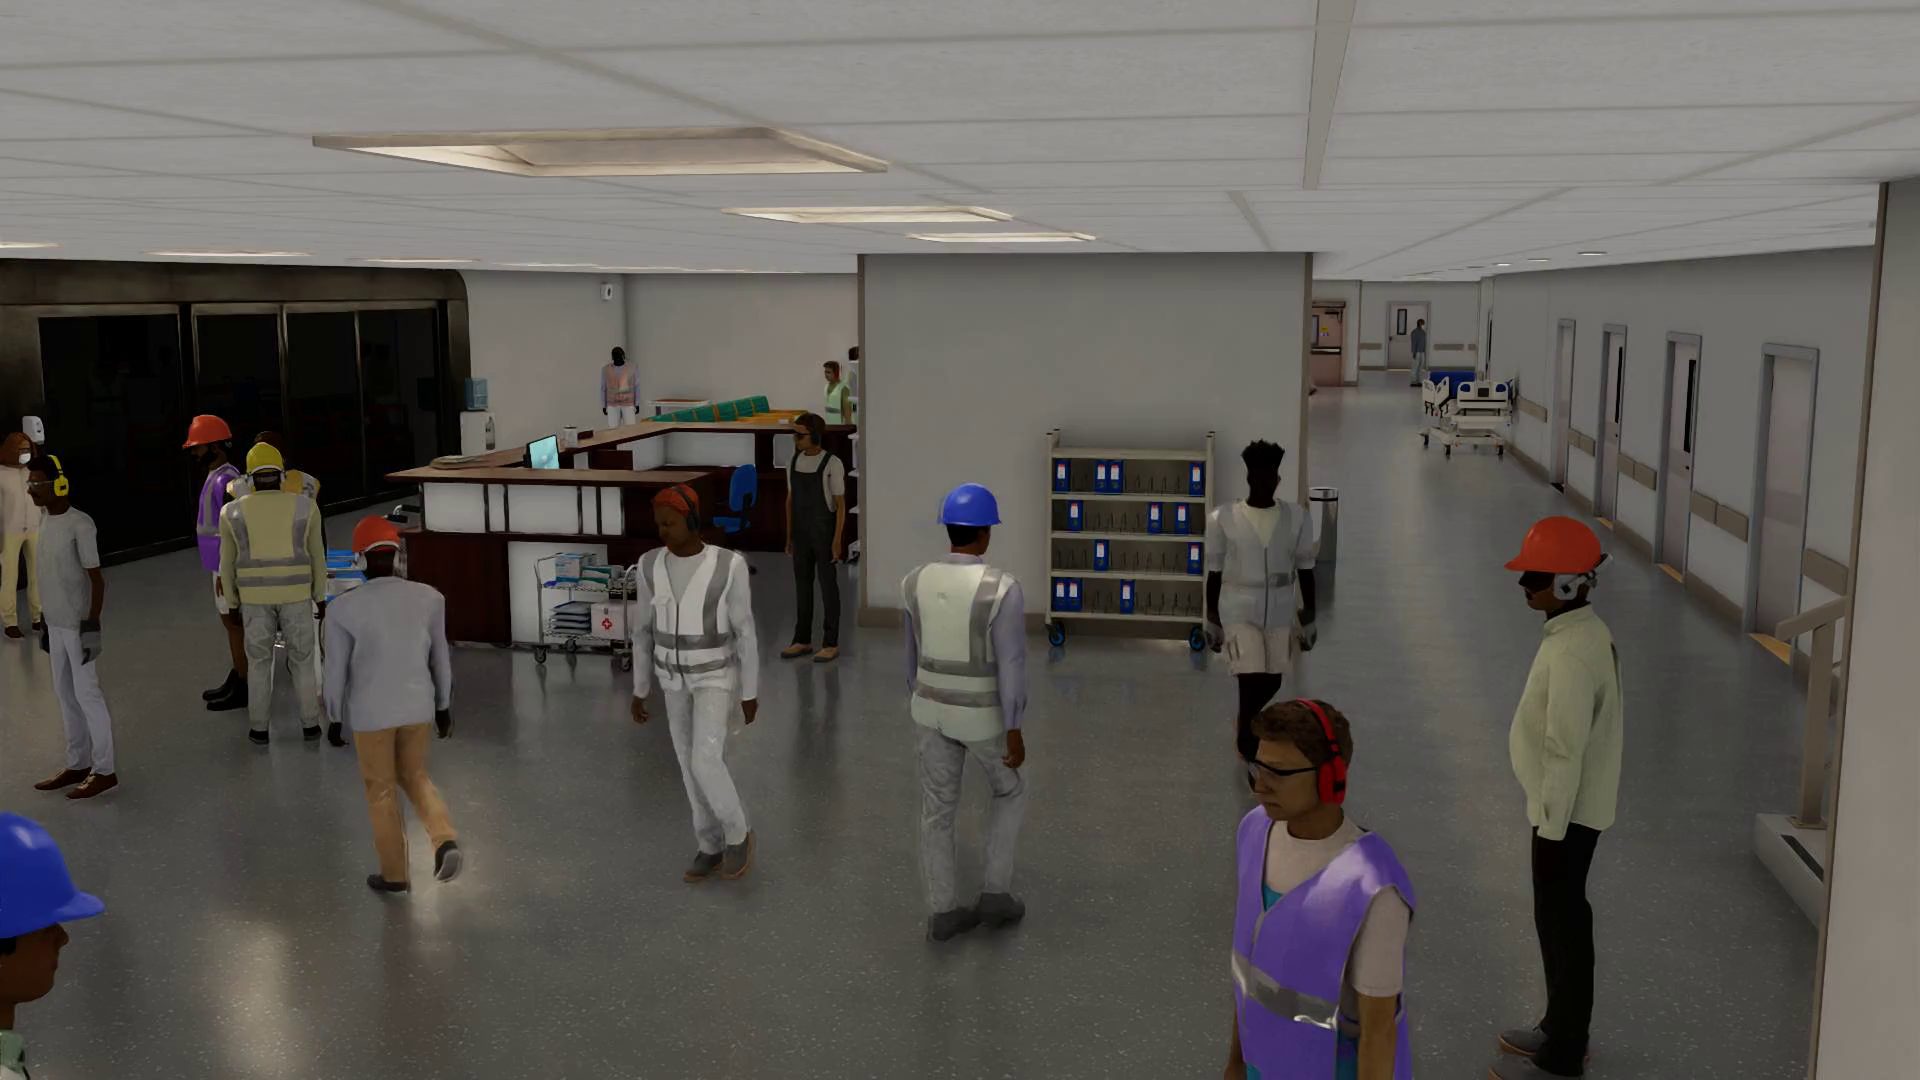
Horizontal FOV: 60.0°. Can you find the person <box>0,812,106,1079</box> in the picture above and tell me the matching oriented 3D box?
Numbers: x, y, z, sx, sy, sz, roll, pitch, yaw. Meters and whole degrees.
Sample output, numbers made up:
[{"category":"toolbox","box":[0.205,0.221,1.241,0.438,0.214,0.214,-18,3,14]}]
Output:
[{"category":"person","box":[-1.515,1.384,2.633,0.415,1.940,0.622,-8,12,-43]}]

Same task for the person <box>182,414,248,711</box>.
[{"category":"person","box":[-4.830,0.145,10.871,0.366,1.935,0.543,-4,10,-26]}]

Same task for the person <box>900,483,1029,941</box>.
[{"category":"person","box":[0.066,0.717,7.074,0.645,1.926,0.612,6,10,33]}]

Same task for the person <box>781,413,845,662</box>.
[{"category":"person","box":[-1.078,-0.021,12.273,0.505,1.842,0.346,5,10,31]}]

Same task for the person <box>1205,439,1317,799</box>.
[{"category":"person","box":[1.657,0.388,9.272,0.618,1.934,0.933,-1,9,-6]}]

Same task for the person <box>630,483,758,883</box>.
[{"category":"person","box":[-1.216,0.668,7.641,0.587,1.866,0.458,4,9,23]}]

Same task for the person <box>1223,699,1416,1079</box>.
[{"category":"person","box":[0.817,1.256,3.830,0.376,1.836,0.566,-3,9,-21]}]

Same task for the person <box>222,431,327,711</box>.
[{"category":"person","box":[-4.435,0.210,10.803,0.623,1.835,0.431,-5,10,-32]}]

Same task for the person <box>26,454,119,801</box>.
[{"category":"person","box":[-4.815,0.464,8.968,0.534,1.869,0.311,6,10,34]}]

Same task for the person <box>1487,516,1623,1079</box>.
[{"category":"person","box":[2.031,0.905,5.674,0.401,1.989,0.616,4,9,22]}]

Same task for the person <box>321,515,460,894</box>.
[{"category":"person","box":[-2.566,0.754,7.508,0.457,1.732,0.559,8,11,41]}]

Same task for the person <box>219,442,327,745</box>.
[{"category":"person","box":[-4.142,0.324,10.064,0.592,1.826,0.404,-3,9,-20]}]

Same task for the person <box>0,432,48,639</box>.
[{"category":"person","box":[-7.408,-0.042,13.149,0.285,1.627,0.504,6,10,33]}]

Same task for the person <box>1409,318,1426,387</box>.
[{"category":"person","box":[12.879,-5.254,46.726,0.629,1.932,0.375,-8,12,-44]}]

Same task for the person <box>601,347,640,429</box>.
[{"category":"person","box":[-5.421,-2.166,26.562,0.629,1.837,0.429,0,9,-3]}]
